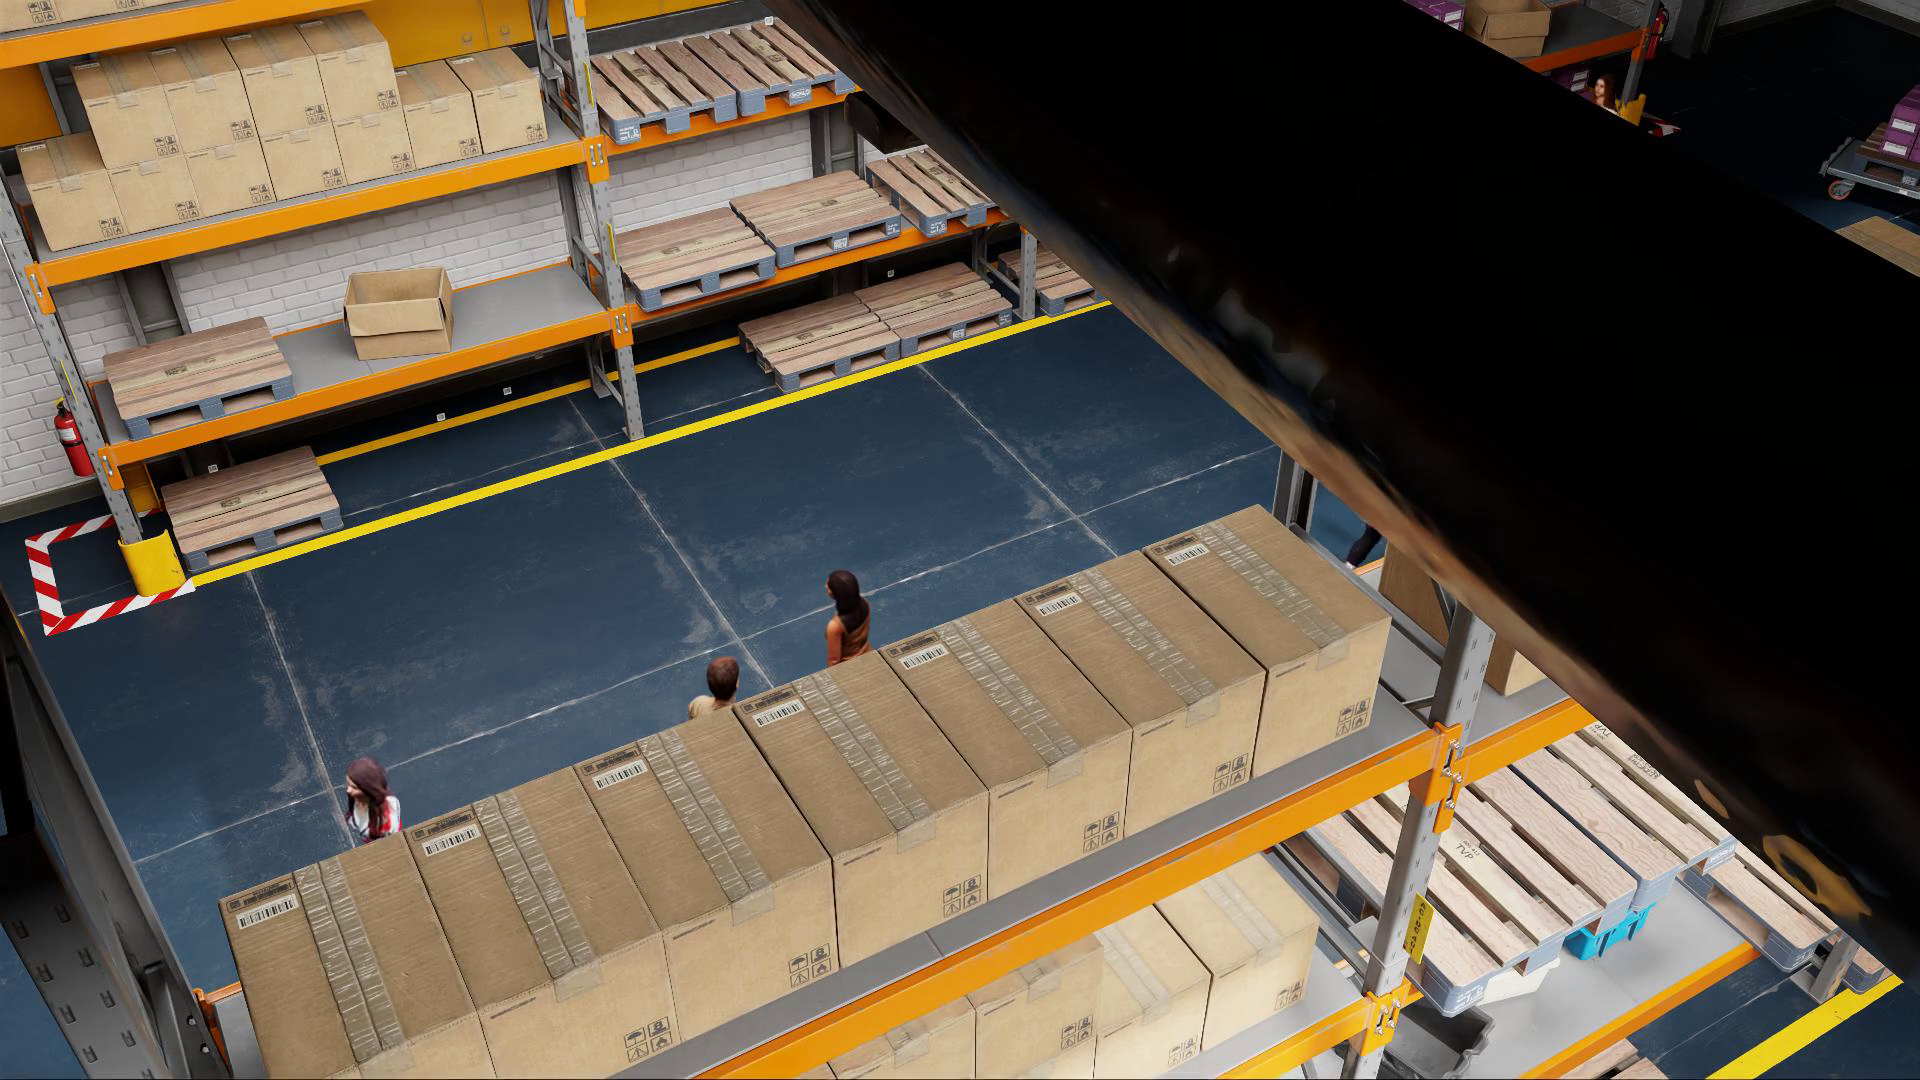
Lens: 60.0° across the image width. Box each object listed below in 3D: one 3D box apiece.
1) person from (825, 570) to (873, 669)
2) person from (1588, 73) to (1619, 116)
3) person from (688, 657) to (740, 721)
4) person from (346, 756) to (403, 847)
[{"bbox_3d":[-0.710,0.864,10.911,0.701,1.683,0.604,18,42,21],"label":"person"},{"bbox_3d":[6.454,-3.928,16.896,0.993,1.702,0.622,-21,43,-25],"label":"person"},{"bbox_3d":[-1.400,1.474,10.028,1.062,1.833,1.168,13,40,16],"label":"person"},{"bbox_3d":[-3.279,1.829,9.795,0.932,1.568,1.156,23,44,26],"label":"person"}]
